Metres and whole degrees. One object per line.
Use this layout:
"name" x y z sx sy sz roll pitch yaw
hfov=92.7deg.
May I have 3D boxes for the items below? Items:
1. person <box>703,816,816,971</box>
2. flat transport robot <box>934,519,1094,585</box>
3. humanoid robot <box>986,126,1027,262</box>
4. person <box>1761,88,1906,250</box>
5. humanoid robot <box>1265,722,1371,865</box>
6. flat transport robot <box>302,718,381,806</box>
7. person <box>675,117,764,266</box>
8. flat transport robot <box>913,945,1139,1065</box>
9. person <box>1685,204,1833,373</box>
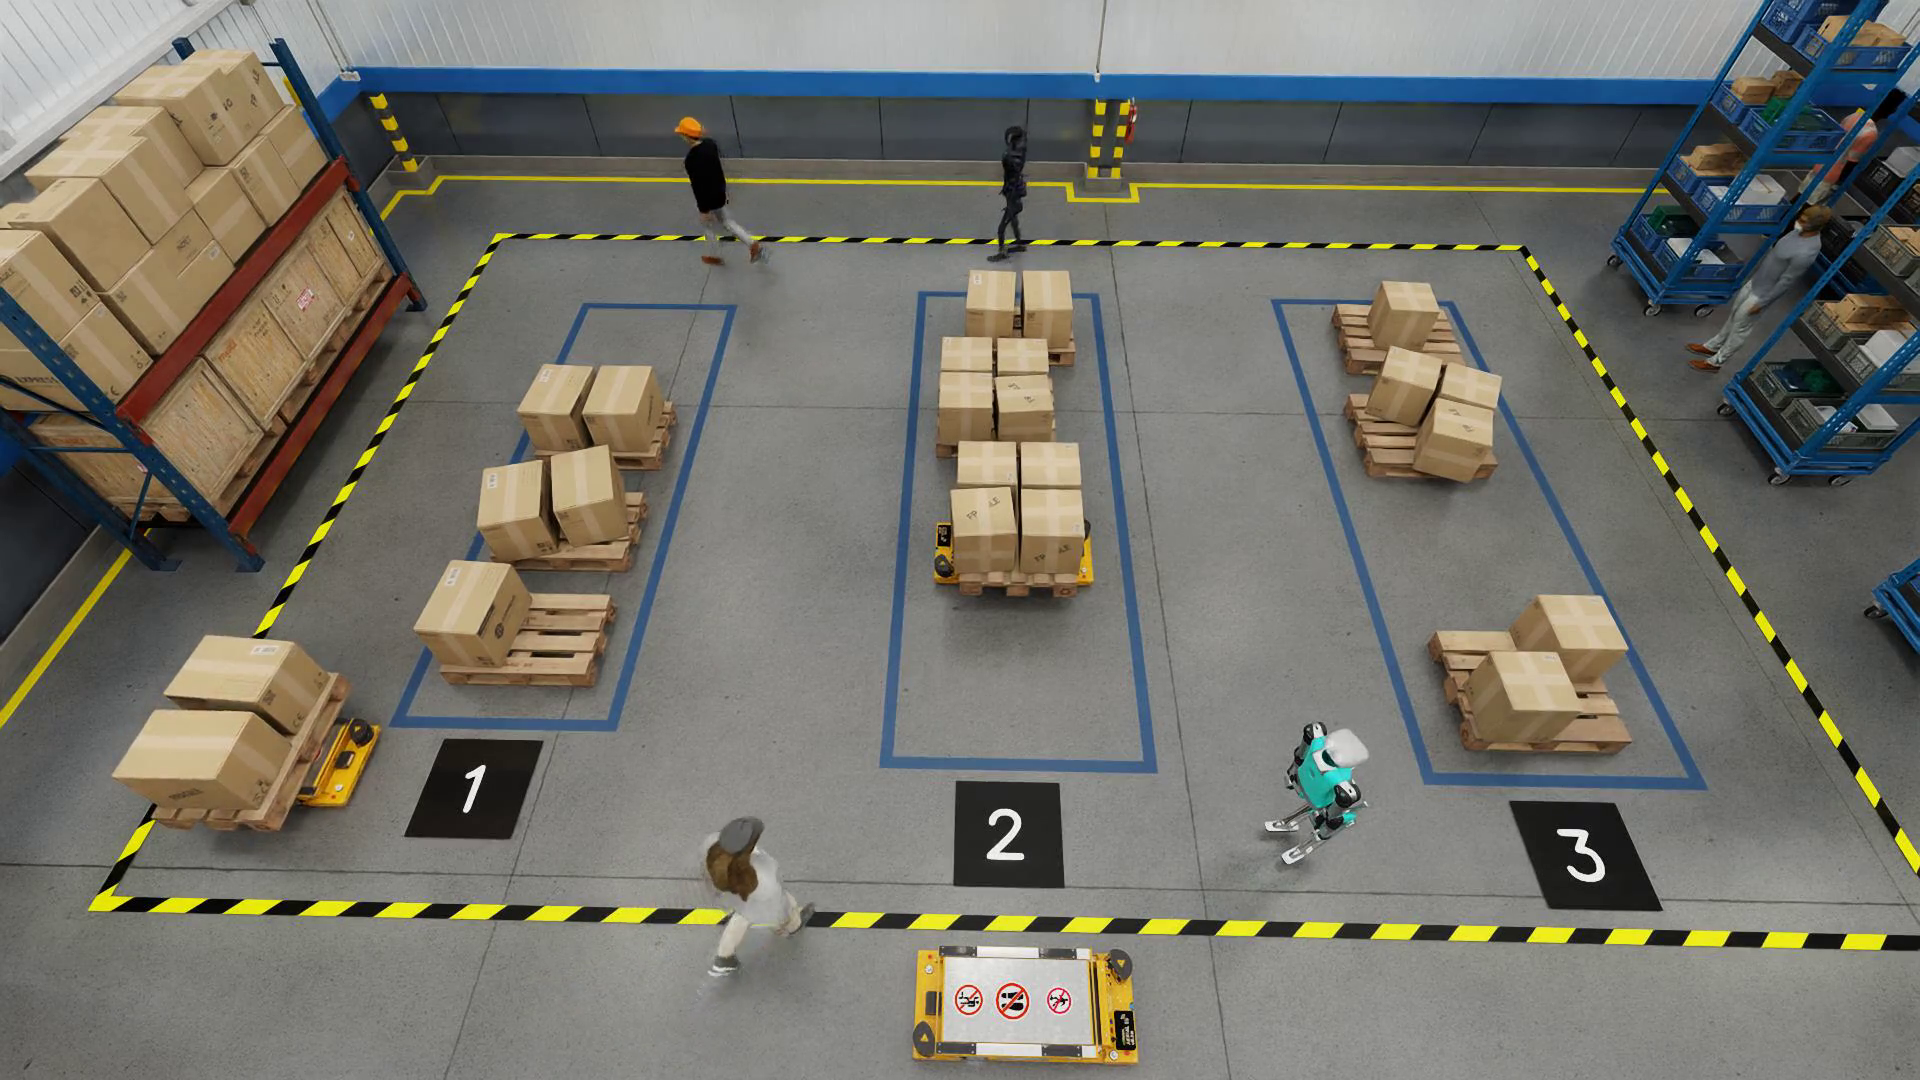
"person" -1.317 2.246 5.706 0.570 1.742 0.673 28 56 21
"flat transport robot" 0.491 0.087 8.397 1.431 0.197 0.652 1 51 1
"humanoid robot" 0.583 -4.141 10.958 0.557 1.639 0.586 -7 51 -6
"person" 10.446 -4.408 10.985 0.368 1.966 0.603 9 51 7
"humanoid robot" 2.501 1.678 6.081 0.735 1.681 0.533 -11 52 -9
"flat transport robot" -5.355 1.698 7.084 1.431 0.197 0.652 1 51 1
"person" -2.833 -4.010 10.738 0.772 1.858 0.594 16 53 13
"flat transport robot" 0.422 3.041 6.007 1.431 0.231 0.659 1 51 1
"person" 8.323 -2.590 9.523 0.373 1.936 0.628 20 53 15
